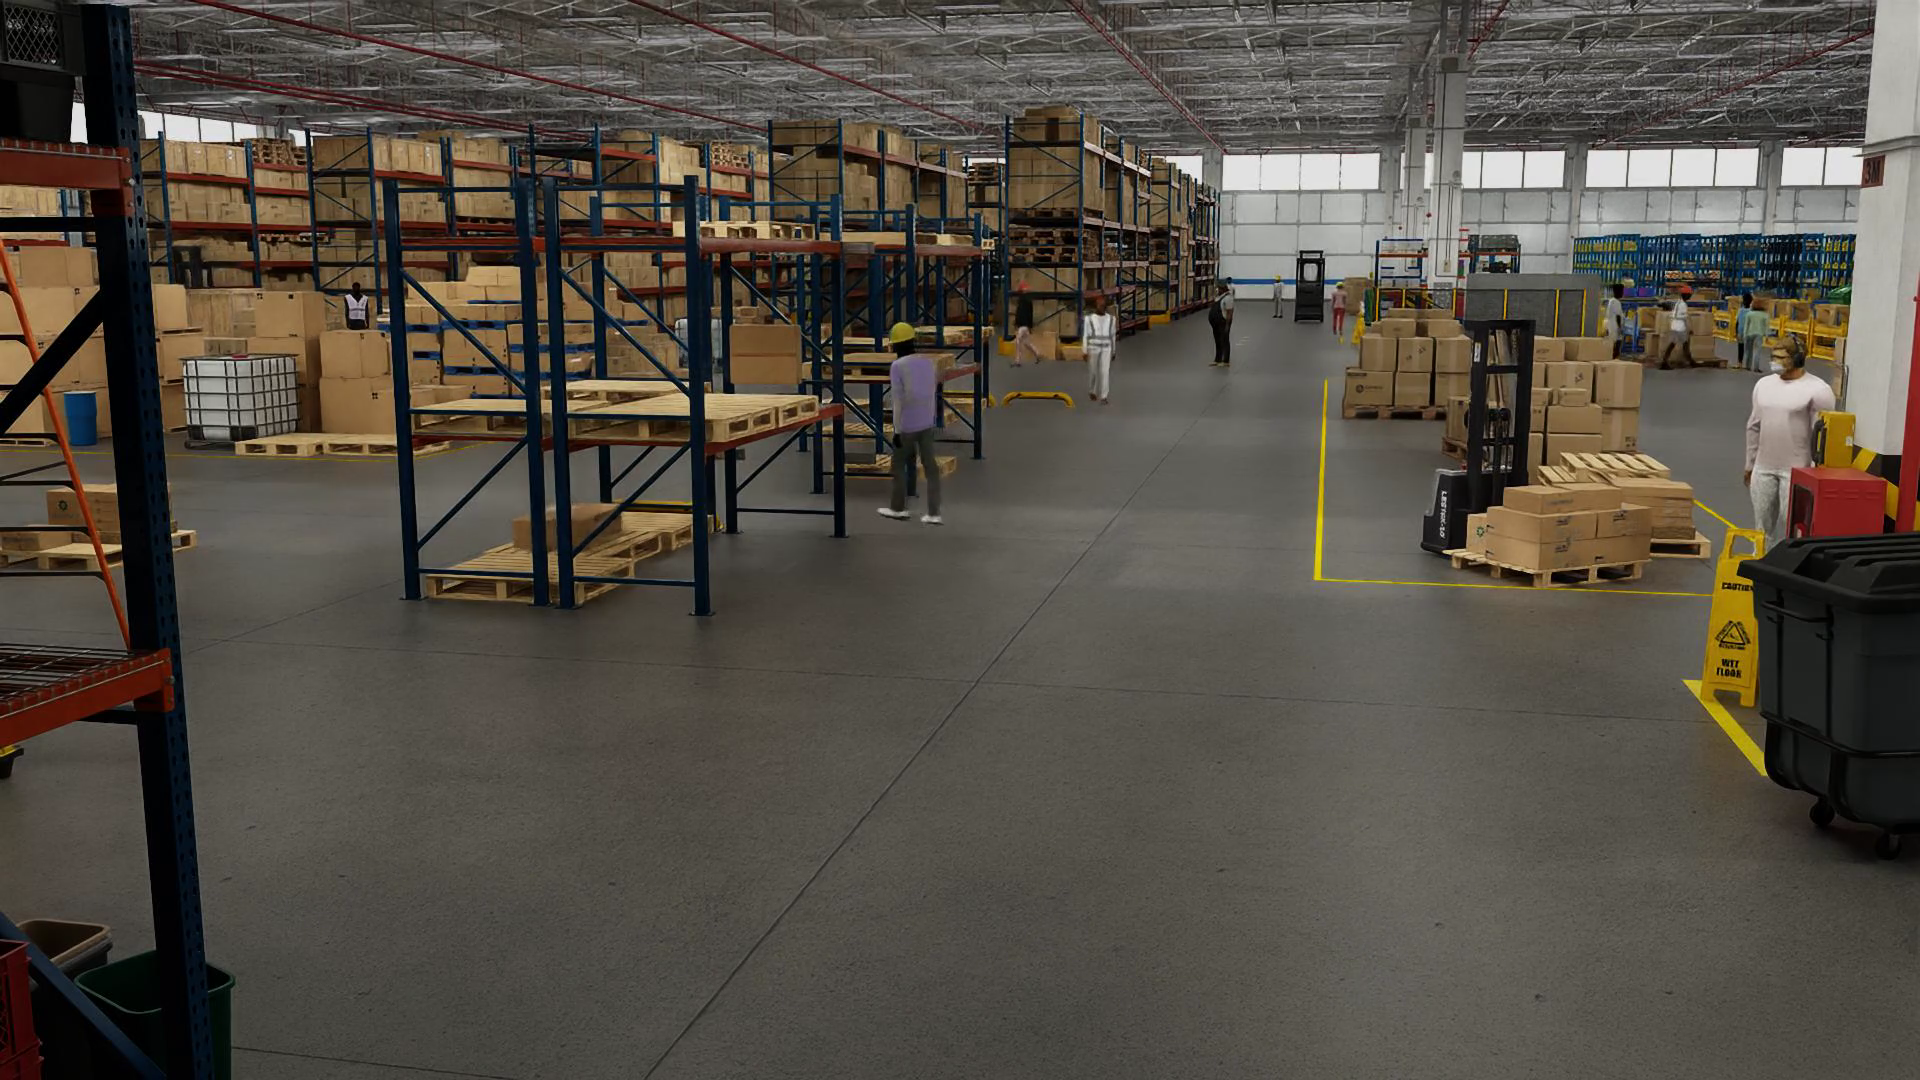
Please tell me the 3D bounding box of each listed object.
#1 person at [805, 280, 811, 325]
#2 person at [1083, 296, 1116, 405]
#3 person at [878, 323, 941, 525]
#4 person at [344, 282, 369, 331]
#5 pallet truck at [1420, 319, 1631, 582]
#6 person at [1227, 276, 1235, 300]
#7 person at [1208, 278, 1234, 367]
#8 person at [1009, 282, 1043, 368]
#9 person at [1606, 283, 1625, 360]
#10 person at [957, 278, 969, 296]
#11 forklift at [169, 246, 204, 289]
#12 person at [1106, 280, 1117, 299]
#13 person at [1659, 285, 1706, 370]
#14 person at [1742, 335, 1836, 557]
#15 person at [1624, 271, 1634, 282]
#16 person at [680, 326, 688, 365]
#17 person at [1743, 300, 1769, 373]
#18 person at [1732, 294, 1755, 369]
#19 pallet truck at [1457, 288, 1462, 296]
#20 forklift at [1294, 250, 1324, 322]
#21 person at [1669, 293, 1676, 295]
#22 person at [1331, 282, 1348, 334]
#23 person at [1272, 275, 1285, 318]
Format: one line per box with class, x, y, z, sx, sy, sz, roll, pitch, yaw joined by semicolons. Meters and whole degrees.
person;-5.615;-8.880;62.288;0.540;1.695;0.317;-3;10;-19
person;2.393;-3.268;28.603;0.579;1.850;0.940;-1;10;-5
person;-0.490;-1.095;15.645;0.649;1.873;0.878;-8;13;-41
person;-14.994;-5.453;41.382;0.590;1.910;0.389;-7;12;-36
pallet truck;4.543;-0.757;13.299;0.823;1.965;1.885;-4;10;-22
person;12.416;-11.309;76.693;0.545;1.683;0.423;-3;10;-15
person;5.990;-5.007;38.341;0.536;2.000;0.688;-3;10;-18
person;1.530;-4.943;38.177;0.818;1.967;0.617;-4;10;-20
person;14.707;-4.833;37.588;0.759;1.946;0.608;3;10;15
person;0.096;-10.837;73.529;0.598;1.816;0.585;1;10;6
forklift;-20.578;-6.442;44.354;1.129;2.768;1.873;6;11;30
person;6.482;-10.486;71.088;0.552;1.935;0.370;-4;10;-21
person;16.118;-4.703;36.977;1.006;1.883;0.550;4;10;22
person;5.953;-0.509;12.018;0.372;1.935;0.627;-5;11;-29
person;32.303;-12.066;80.483;0.636;1.924;0.440;0;10;1
person;-4.513;-3.078;28.192;0.539;1.604;0.778;5;11;28
person;17.481;-4.473;36.529;0.514;1.591;0.712;5;11;25
person;17.707;-4.690;37.475;0.317;1.695;0.540;-5;11;-27
pallet truck;20.506;-9.785;68.819;0.653;1.274;1.630;2;10;12
forklift;13.778;-10.002;65.433;1.129;2.768;1.873;2;10;12
person;34.614;-12.042;80.609;0.403;1.833;0.591;-4;11;-25
person;12.577;-7.686;55.164;0.536;1.722;0.917;2;10;13
person;13.431;-10.280;70.223;0.404;1.824;0.589;-7;12;-34
